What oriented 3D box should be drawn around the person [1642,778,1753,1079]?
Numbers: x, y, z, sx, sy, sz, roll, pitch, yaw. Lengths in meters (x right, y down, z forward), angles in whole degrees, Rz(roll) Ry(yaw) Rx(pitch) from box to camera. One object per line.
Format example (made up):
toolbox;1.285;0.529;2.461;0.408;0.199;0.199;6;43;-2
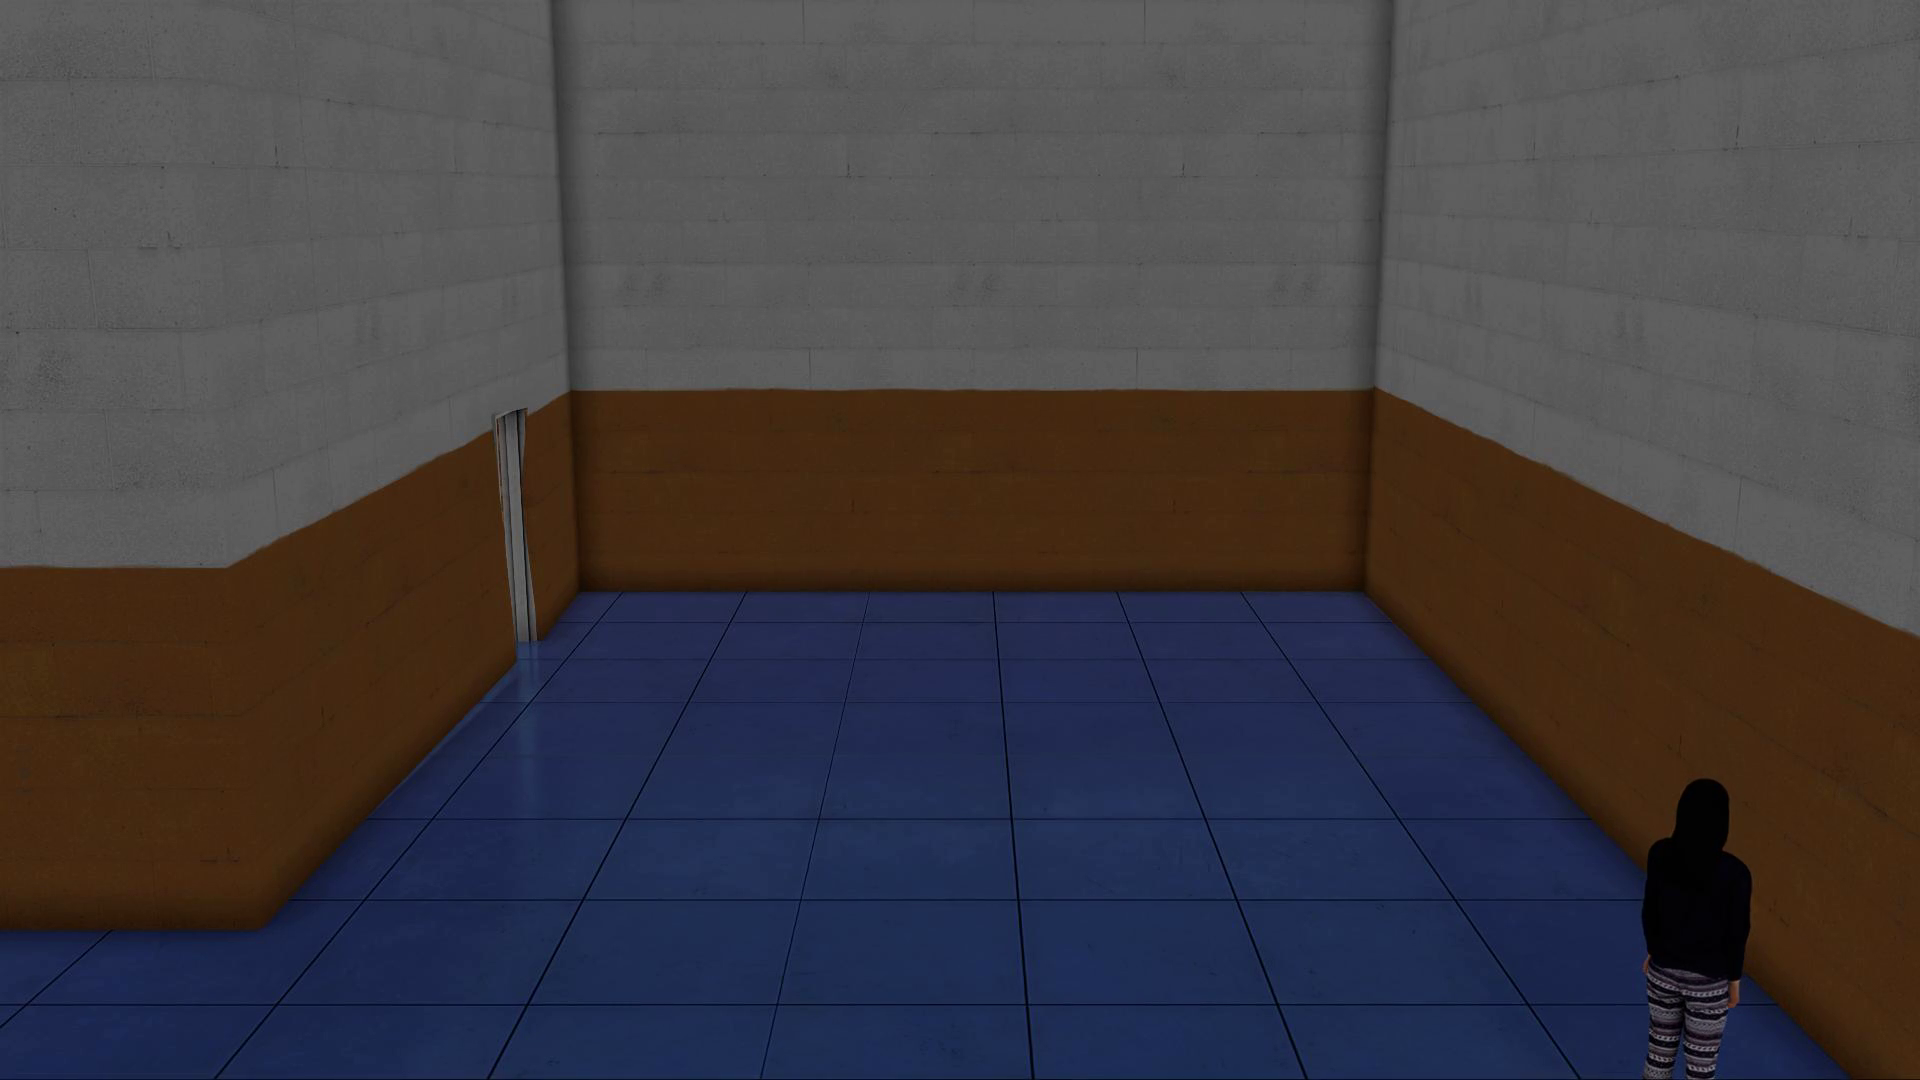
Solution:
person;3.252;1.890;7.408;0.720;1.733;0.669;-11;16;-42
